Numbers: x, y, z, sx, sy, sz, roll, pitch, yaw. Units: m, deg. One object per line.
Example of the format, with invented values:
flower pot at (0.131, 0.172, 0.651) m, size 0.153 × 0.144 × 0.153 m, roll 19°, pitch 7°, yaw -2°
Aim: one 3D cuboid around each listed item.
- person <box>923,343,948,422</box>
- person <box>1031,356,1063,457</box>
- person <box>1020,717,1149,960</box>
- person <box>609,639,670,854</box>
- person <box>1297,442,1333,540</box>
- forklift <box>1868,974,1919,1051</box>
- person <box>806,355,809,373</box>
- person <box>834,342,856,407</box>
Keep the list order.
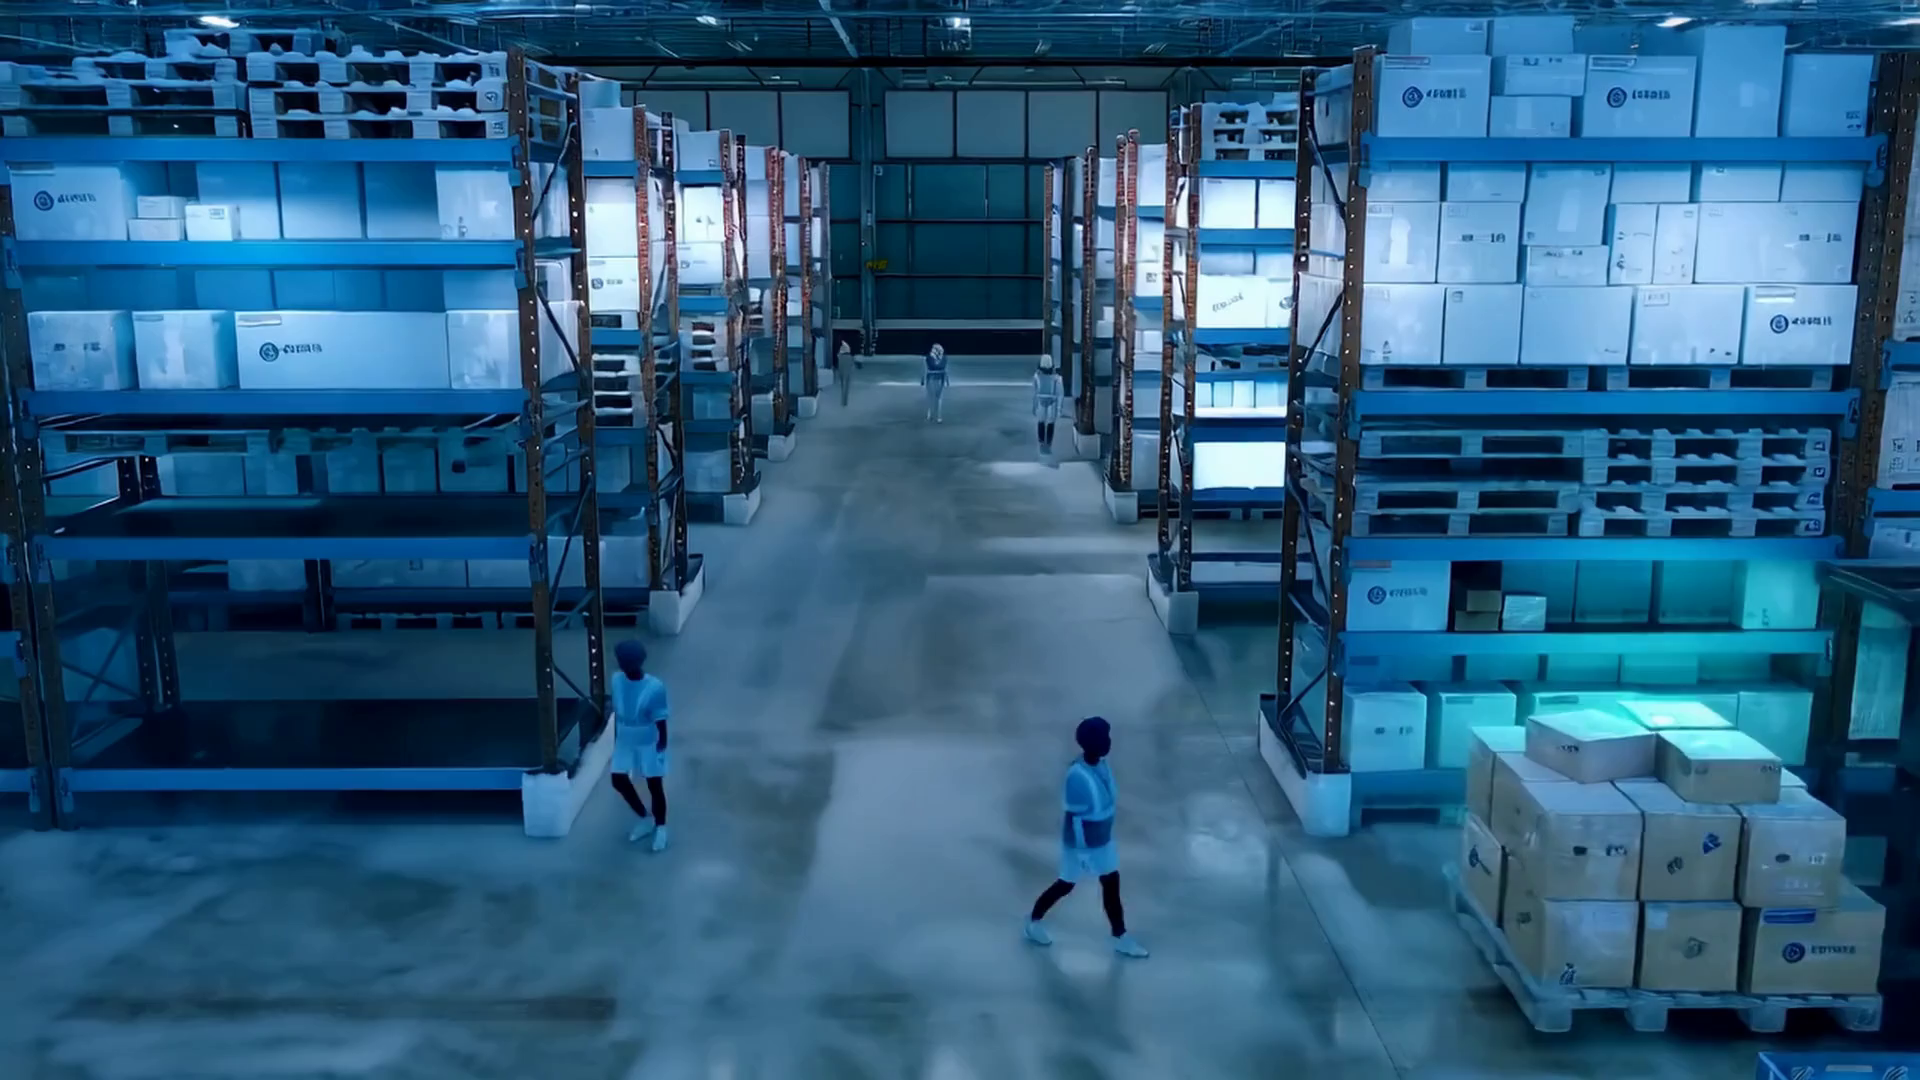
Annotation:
person at (-0.571, -3.681, 38.587) m, size 0.569 × 1.826 × 0.718 m, roll -2°, pitch 12°, yaw -11°
person at (1.725, -2.640, 32.974) m, size 0.638 × 1.996 × 1.006 m, roll 1°, pitch 11°, yaw 4°
person at (0.800, 1.960, 11.043) m, size 0.864 × 1.659 × 0.543 m, roll 6°, pitch 13°, yaw 28°
person at (-2.460, 1.573, 12.867) m, size 0.605 × 1.681 × 0.342 m, roll 6°, pitch 13°, yaw 26°
person at (5.454, -0.884, 24.631) m, size 1.037 × 1.847 × 0.657 m, roll 2°, pitch 12°, yaw 9°
forklift at (6.289, 1.558, 9.977) m, size 1.873 × 2.768 × 1.129 m, roll 0°, pitch 11°, yaw -1°
person at (-4.012, -4.341, 41.609) m, size 0.587 × 1.920 × 0.390 m, roll 3°, pitch 12°, yaw 16°
person at (-2.850, -4.098, 41.200) m, size 0.520 × 1.589 × 0.843 m, roll -3°, pitch 12°, yaw -16°
